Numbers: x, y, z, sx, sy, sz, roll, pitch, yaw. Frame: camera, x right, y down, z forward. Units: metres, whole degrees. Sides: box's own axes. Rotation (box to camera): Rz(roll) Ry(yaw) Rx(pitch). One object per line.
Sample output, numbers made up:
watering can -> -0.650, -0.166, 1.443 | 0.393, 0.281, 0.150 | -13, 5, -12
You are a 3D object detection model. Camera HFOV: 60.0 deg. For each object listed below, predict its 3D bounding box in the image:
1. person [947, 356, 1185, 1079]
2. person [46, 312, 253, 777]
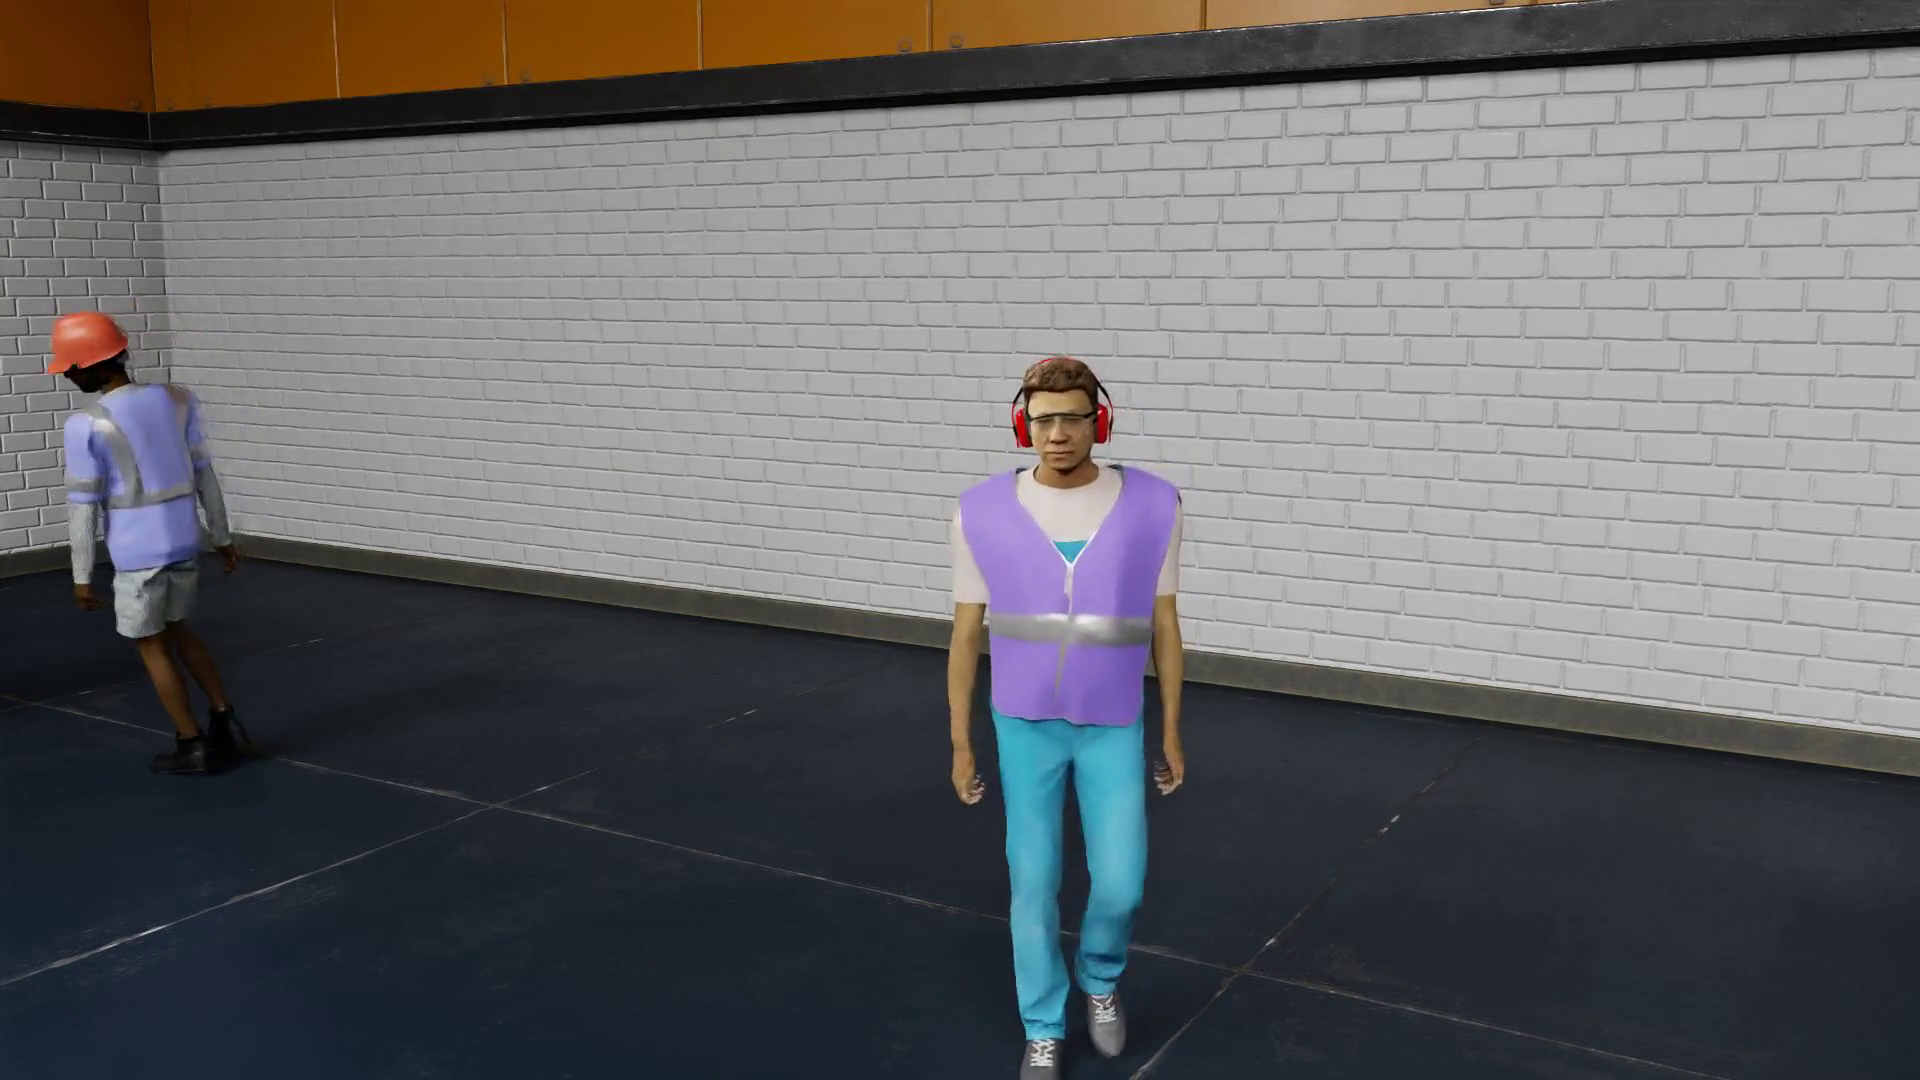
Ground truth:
person -> 0.261, 0.462, 4.098 | 0.591, 1.827, 0.445 | 0, 9, 3
person -> -3.216, 0.042, 6.581 | 0.422, 1.875, 0.637 | 4, 10, 23
